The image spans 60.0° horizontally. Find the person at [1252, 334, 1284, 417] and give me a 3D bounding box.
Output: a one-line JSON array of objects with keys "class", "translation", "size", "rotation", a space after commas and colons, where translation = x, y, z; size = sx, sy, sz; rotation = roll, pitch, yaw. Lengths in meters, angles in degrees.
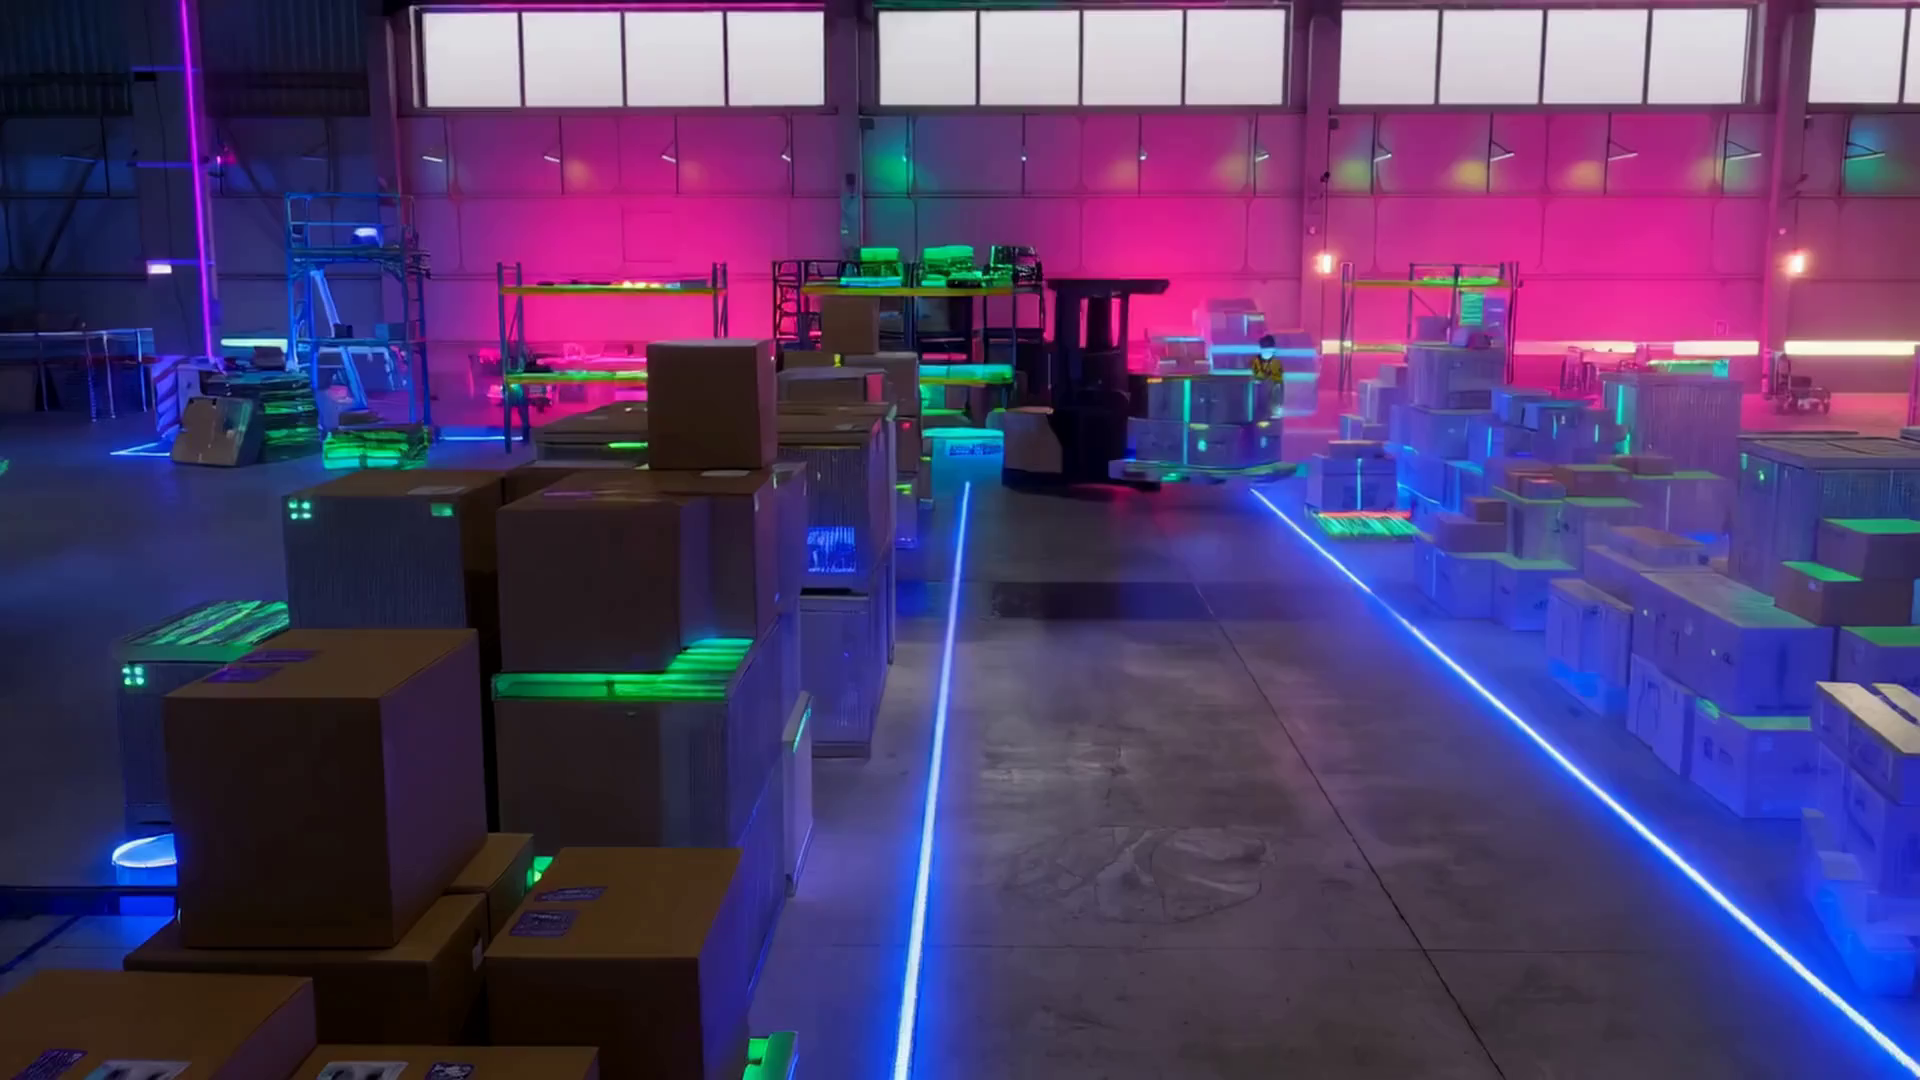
[{"class": "person", "translation": [4.669, -2.219, 25.806], "size": [0.780, 1.913, 0.570], "rotation": [-7, 12, -38]}]

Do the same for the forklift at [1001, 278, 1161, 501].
[{"class": "forklift", "translation": [1.558, -2.018, 21.725], "size": [1.873, 2.768, 1.129], "rotation": [8, 13, 41]}]

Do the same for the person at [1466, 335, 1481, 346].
[{"class": "person", "translation": [7.985, -2.254, 26.057], "size": [0.632, 1.912, 0.857], "rotation": [-3, 10, -16]}]
